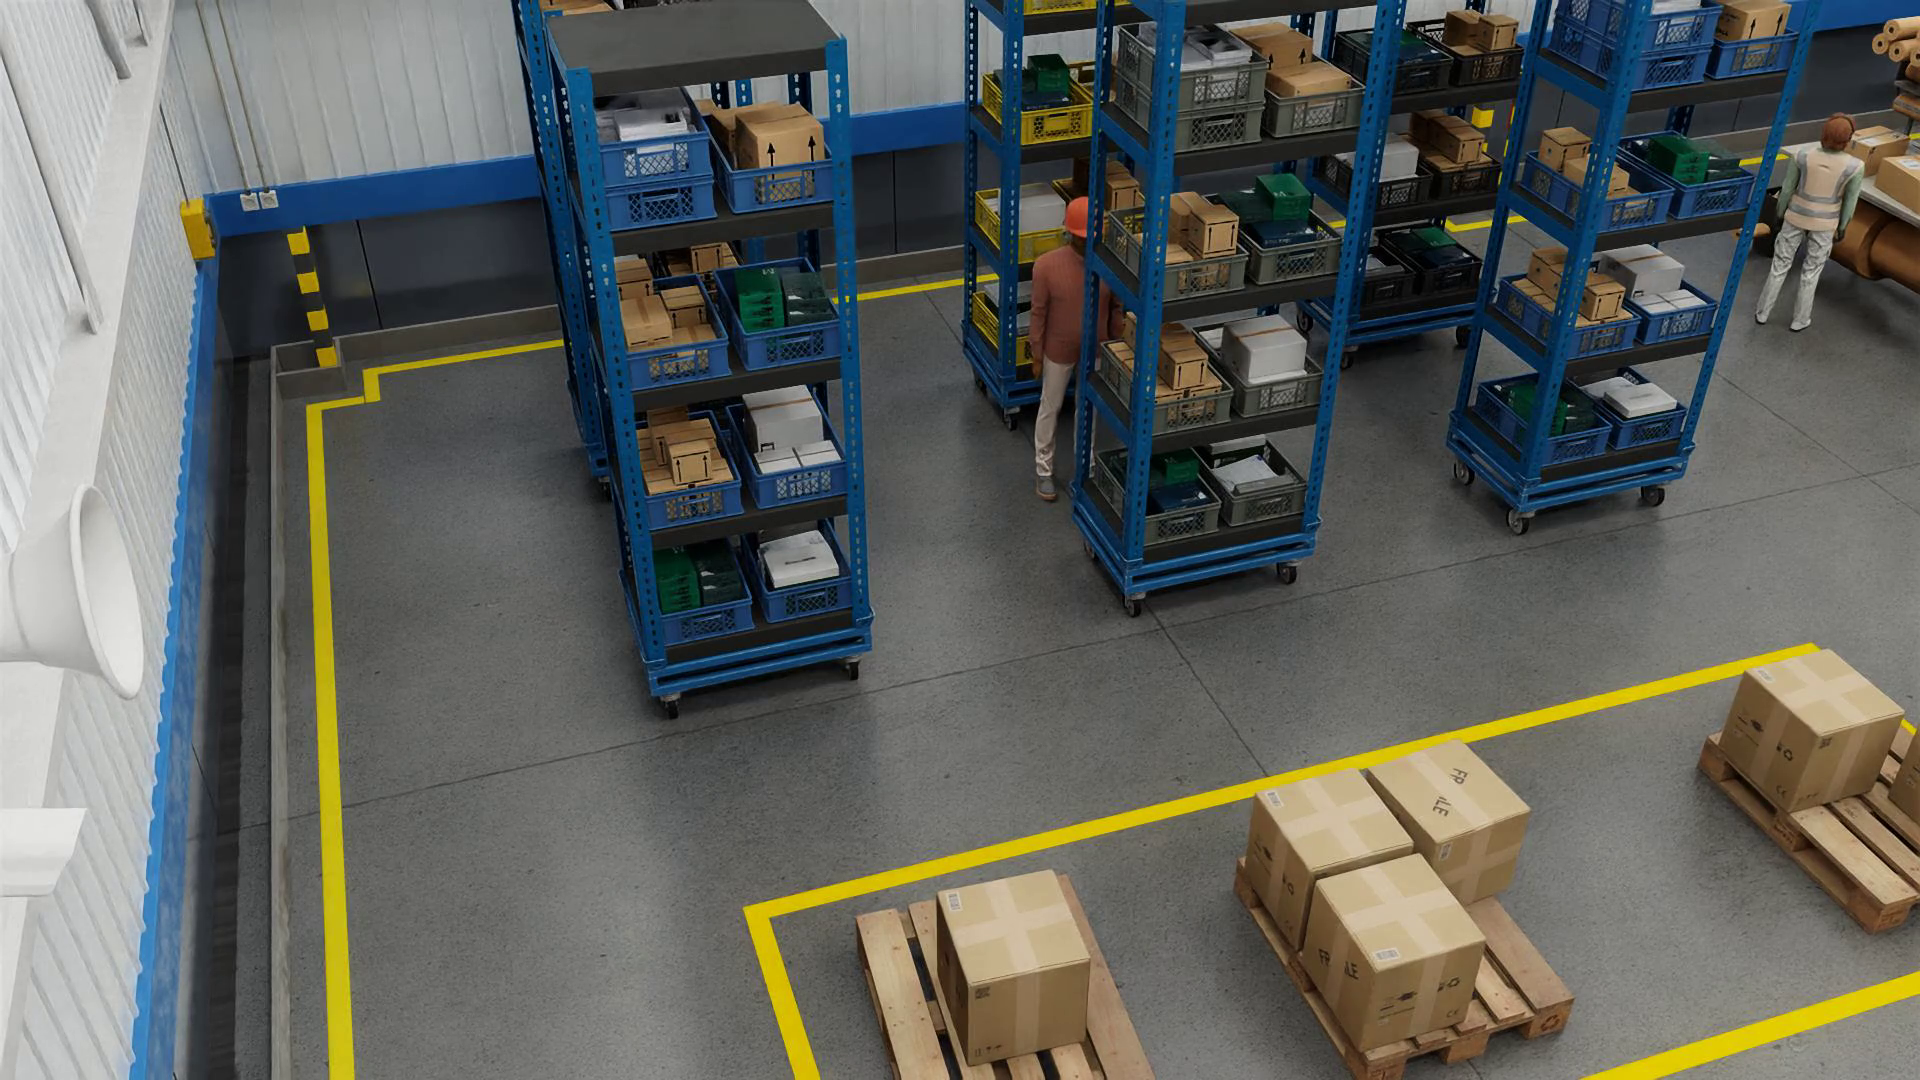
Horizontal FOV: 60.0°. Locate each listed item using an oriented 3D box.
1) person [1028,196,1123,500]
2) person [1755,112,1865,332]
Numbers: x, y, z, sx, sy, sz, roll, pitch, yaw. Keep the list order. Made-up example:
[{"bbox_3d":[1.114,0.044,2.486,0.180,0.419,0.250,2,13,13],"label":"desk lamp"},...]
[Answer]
[{"bbox_3d":[0.715,-1.175,10.213,0.608,1.996,0.381,-10,36,-14],"label":"person"},{"bbox_3d":[6.194,-2.305,12.115,0.515,1.645,0.308,21,40,27],"label":"person"}]
